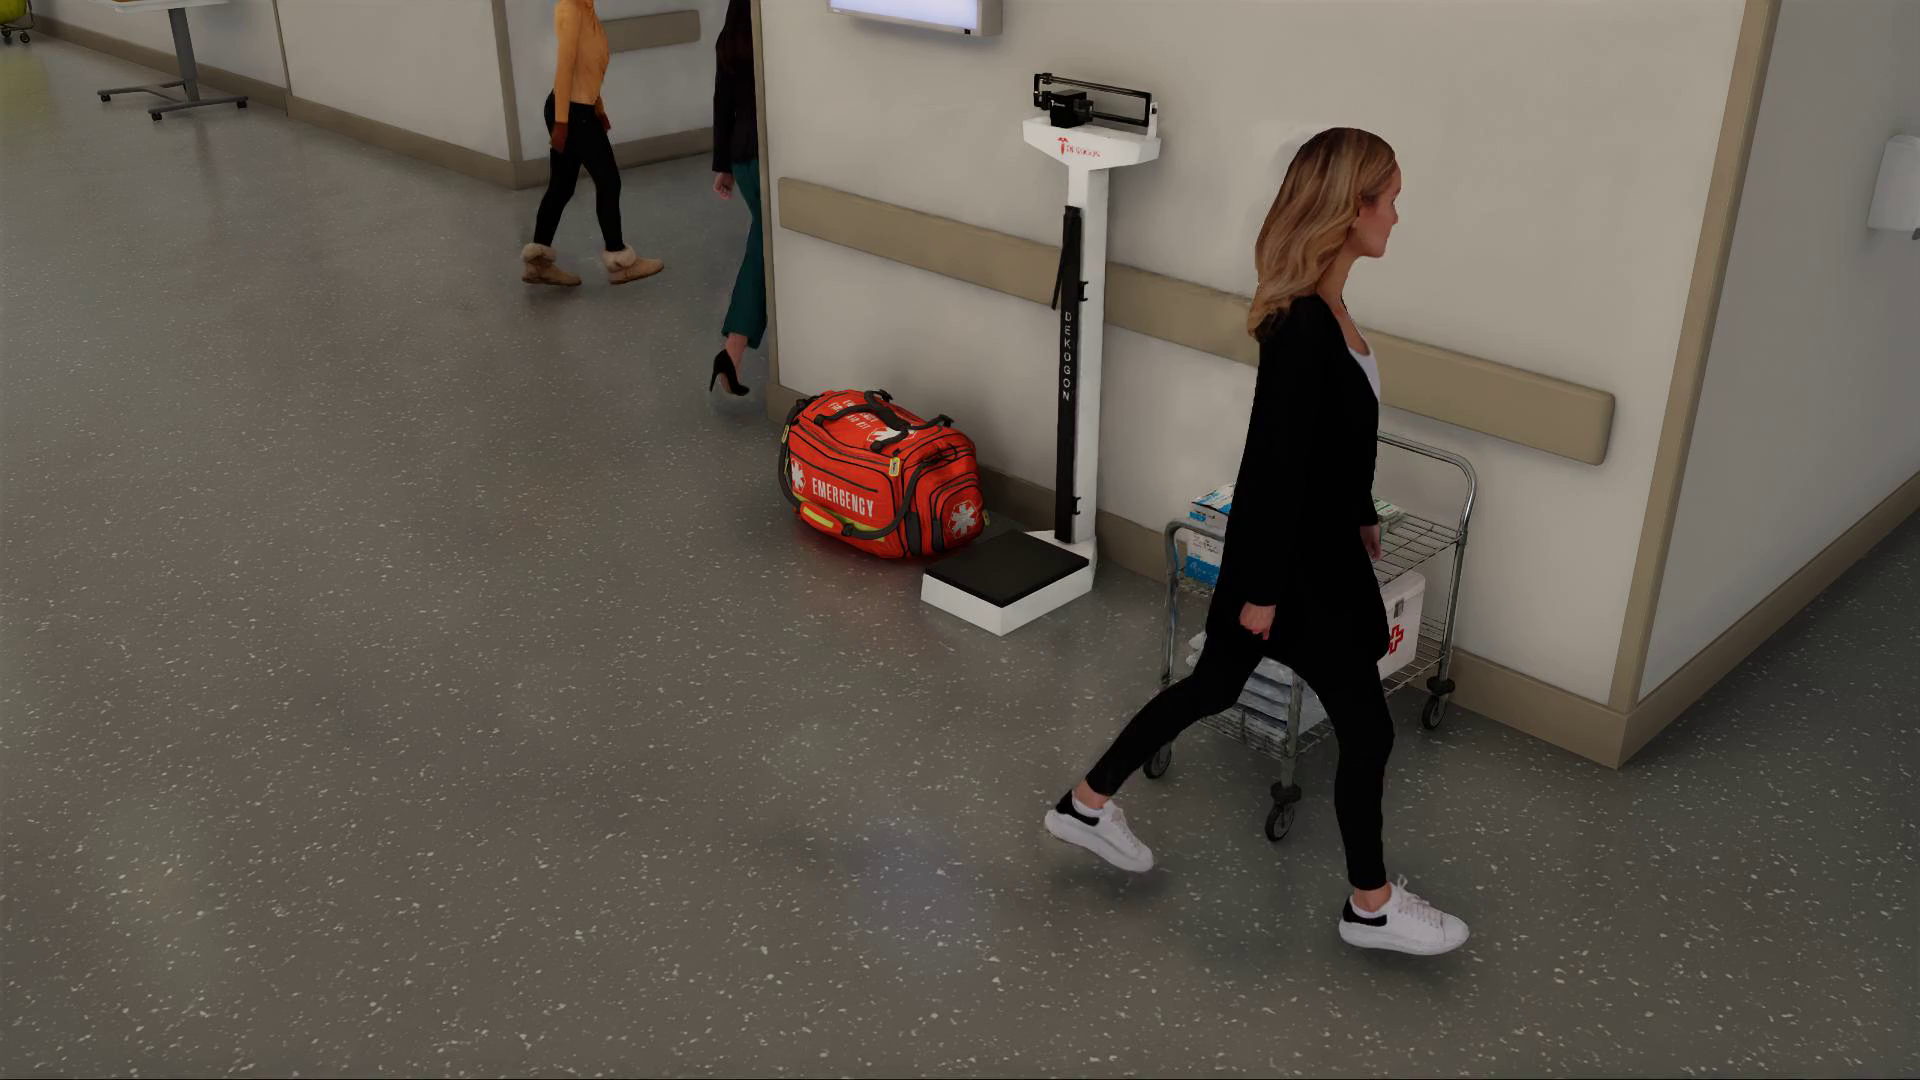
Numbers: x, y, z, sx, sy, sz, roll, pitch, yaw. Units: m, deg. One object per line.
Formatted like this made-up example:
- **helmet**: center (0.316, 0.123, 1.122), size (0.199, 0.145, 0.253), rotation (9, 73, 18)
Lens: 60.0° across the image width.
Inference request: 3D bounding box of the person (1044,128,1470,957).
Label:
- **person**: center (0.581, 0.057, 3.477), size (1.227, 1.757, 1.060), rotation (4, 26, 9)

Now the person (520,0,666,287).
- **person**: center (-1.898, -1.975, 7.842), size (0.923, 1.626, 0.959), rotation (-4, 26, -9)

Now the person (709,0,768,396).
- **person**: center (-0.789, -1.374, 6.522), size (1.121, 1.689, 0.792), rotation (17, 30, 31)
